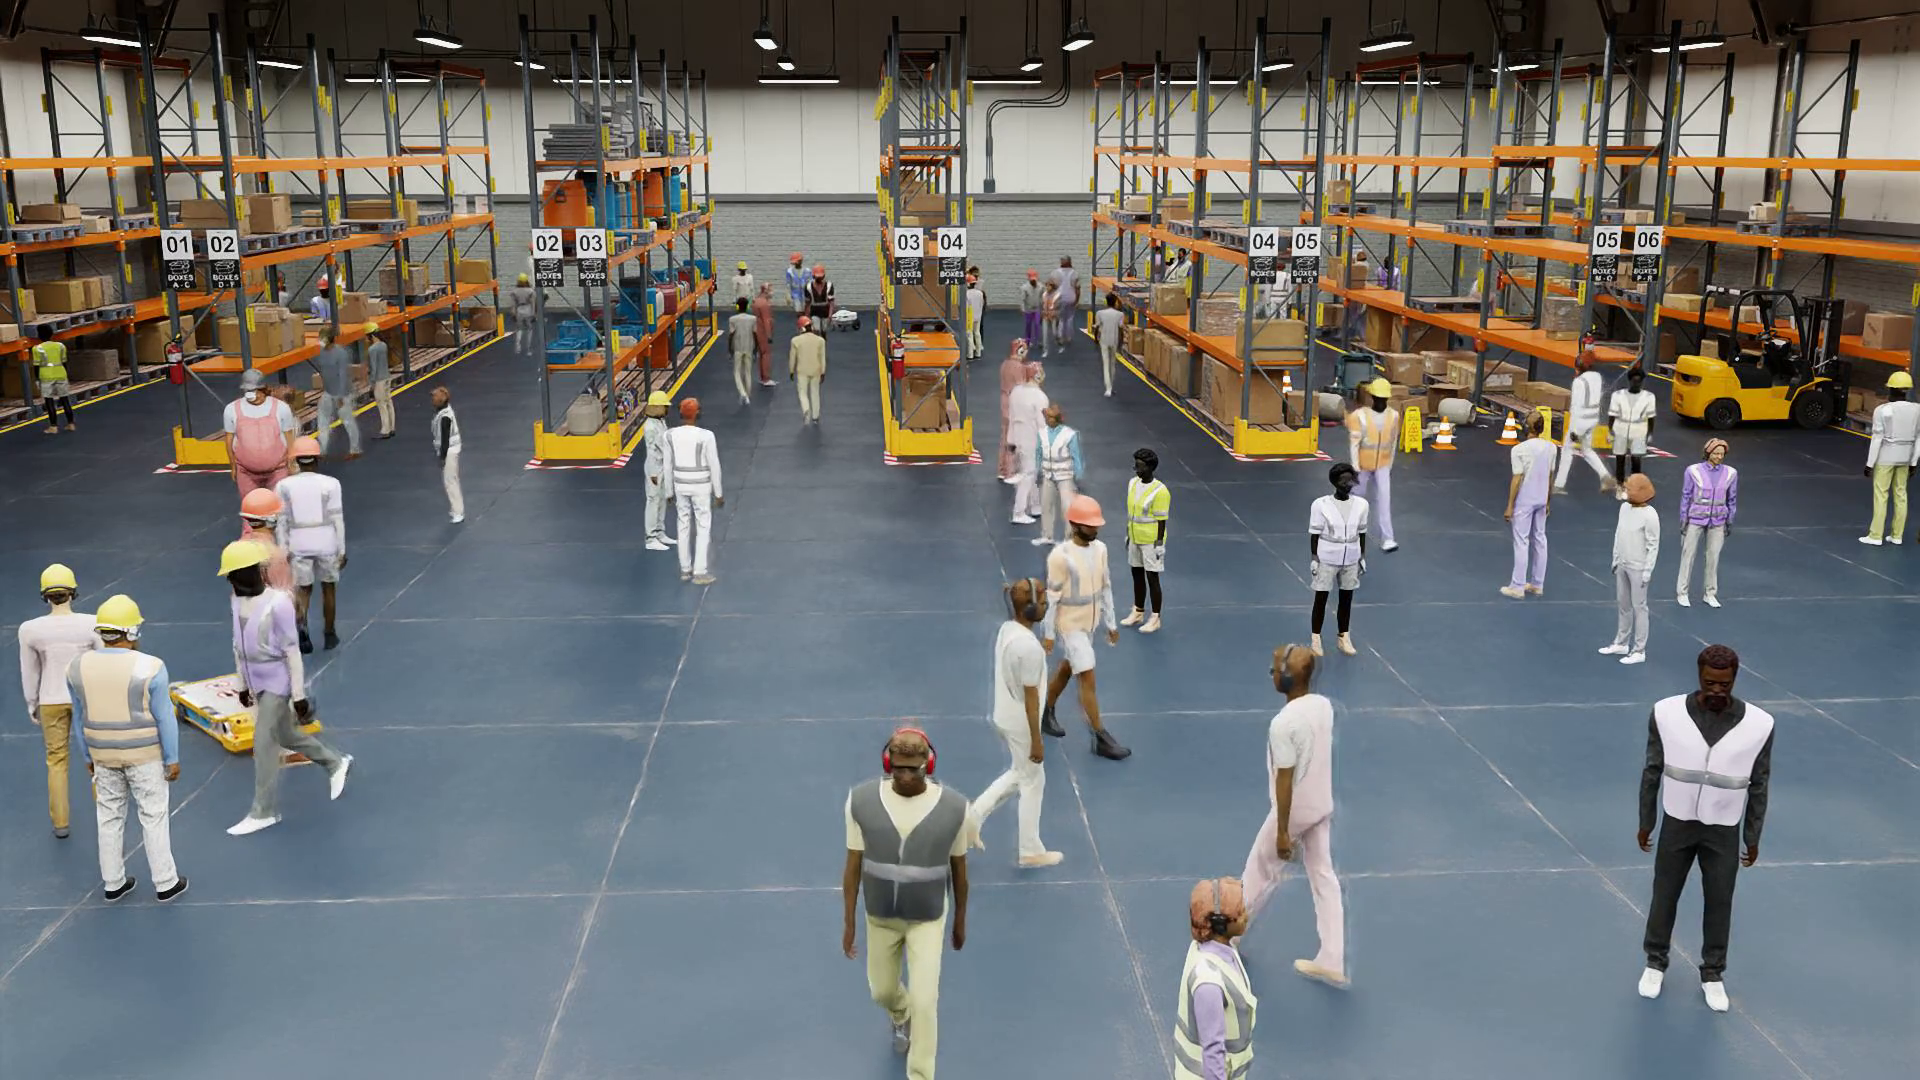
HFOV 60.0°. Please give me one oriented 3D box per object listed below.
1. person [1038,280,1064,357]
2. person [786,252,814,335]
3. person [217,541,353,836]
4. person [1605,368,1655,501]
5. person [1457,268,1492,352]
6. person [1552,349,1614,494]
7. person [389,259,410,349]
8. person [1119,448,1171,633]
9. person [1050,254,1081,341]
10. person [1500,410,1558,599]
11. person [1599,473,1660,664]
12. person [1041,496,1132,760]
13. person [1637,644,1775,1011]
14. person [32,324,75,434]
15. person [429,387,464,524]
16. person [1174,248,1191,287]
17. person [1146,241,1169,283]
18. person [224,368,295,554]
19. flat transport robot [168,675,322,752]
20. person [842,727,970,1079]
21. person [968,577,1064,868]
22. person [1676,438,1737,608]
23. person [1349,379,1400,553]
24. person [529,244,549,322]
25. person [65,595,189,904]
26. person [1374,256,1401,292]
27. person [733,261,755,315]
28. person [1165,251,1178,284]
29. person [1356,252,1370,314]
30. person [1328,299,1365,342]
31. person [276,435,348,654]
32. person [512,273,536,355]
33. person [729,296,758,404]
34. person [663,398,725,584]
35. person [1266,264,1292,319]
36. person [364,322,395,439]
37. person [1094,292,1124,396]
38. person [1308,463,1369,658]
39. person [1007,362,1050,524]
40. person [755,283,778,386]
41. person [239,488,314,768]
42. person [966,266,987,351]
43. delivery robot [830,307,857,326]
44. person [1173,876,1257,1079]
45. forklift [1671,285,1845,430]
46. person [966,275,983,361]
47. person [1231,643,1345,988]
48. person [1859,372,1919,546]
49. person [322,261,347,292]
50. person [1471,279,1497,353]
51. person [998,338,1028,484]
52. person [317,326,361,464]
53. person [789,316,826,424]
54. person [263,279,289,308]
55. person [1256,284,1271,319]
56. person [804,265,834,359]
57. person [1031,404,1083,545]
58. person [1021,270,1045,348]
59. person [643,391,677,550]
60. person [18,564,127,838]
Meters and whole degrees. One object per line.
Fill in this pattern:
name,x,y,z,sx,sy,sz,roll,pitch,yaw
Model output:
person,1.921,-4.645,34.871,0.535,1.614,0.561,9,16,35
person,-3.592,-5.520,37.761,0.694,1.999,0.704,-1,13,-6
person,-4.429,0.896,10.831,0.594,1.884,0.906,10,16,35
person,8.254,-1.295,20.514,0.544,1.680,0.495,6,15,25
person,11.147,-4.966,35.826,0.590,1.808,0.654,-11,17,-39
person,7.847,-1.466,20.864,0.591,1.866,0.790,-10,16,-35
person,-11.980,-4.975,35.442,0.609,1.995,0.376,-1,13,-4
person,1.682,-0.001,15.034,0.318,1.690,0.538,-8,15,-31
person,2.358,-5.435,37.293,0.682,2.000,0.964,0,13,1
person,5.518,-0.344,16.143,0.506,1.846,0.350,-5,14,-19
person,5.714,0.236,14.139,0.279,1.631,0.504,-3,14,-11
person,0.872,0.596,12.081,0.986,1.889,0.561,13,18,43
person,3.770,1.435,8.474,0.592,1.910,0.379,5,14,22
person,-13.917,-2.466,25.486,0.322,1.689,0.546,7,15,29
person,-6.022,-1.018,19.513,0.328,1.609,0.627,-4,14,-18
person,5.444,-6.190,40.749,0.391,1.920,0.587,-11,17,-39
person,4.964,-6.493,41.788,0.605,2.034,0.391,5,14,22
person,-7.462,-0.828,17.774,0.681,2.000,0.536,-5,14,-20
flat transport robot,-5.492,1.273,12.664,0.652,0.197,1.431,-13,19,-43
person,-0.235,1.690,7.580,0.565,1.813,0.799,1,13,6
person,0.313,1.119,9.992,0.590,1.830,0.520,-3,14,-14
person,7.106,-0.163,15.840,0.514,1.634,0.313,1,13,4
person,4.507,-0.817,18.080,0.592,1.872,1.003,-2,13,-7
person,-10.553,-6.453,41.682,0.411,2.006,0.659,0,13,0
person,-4.790,1.214,9.605,0.587,1.823,0.404,0,13,2
person,10.028,-5.751,39.082,0.626,1.837,0.429,2,13,9
person,-5.052,-5.628,38.716,0.541,1.743,0.480,-9,16,-33
person,4.980,-5.901,39.511,0.379,1.924,0.594,1,13,4
person,10.566,-6.780,43.860,0.499,1.635,0.287,-8,16,-31
person,8.698,-5.232,37.117,0.900,1.718,0.537,7,15,27
person,-5.567,0.063,14.285,0.543,1.912,0.665,-2,13,-9
person,-9.195,-4.762,35.126,0.482,1.731,0.378,0,13,-2
person,-3.675,-3.213,28.283,0.523,1.855,0.625,-4,14,-16
person,-2.697,-0.492,16.733,0.620,1.886,0.505,5,14,19
person,7.144,-5.347,37.257,0.577,1.882,0.349,6,14,22
person,-8.755,-2.397,25.031,0.337,1.759,0.525,1,13,6
person,2.649,-3.471,29.503,0.504,1.814,1.024,-1,13,-3
person,3.242,0.170,14.279,0.537,1.700,0.317,-2,14,-10
person,0.911,-1.136,19.415,0.819,1.885,0.670,-8,15,-29
person,-3.576,-3.785,30.638,0.433,1.898,0.707,-2,13,-6
person,-4.854,0.618,11.742,0.614,1.997,0.374,11,17,40
person,0.351,-4.970,35.781,0.509,1.819,0.914,-1,13,-6
delivery robot,-2.796,-5.330,39.829,0.477,0.478,0.707,9,16,35
person,0.967,2.065,6.371,0.307,1.645,0.513,2,13,8
forklift,12.503,-2.886,26.166,2.313,2.155,1.214,-1,13,-3
person,0.230,-4.572,34.247,0.332,1.753,0.561,13,18,43
person,1.693,1.411,8.806,0.522,1.796,0.960,-12,18,-42
person,10.222,-0.886,18.274,0.611,1.922,0.385,-1,13,-5
person,-14.195,-5.463,37.878,0.577,1.821,0.709,-7,15,-28
person,10.762,-4.577,34.254,0.540,1.754,0.462,3,14,11
person,0.730,-1.693,21.760,0.405,1.898,0.652,-3,14,-14
person,-8.700,-1.977,22.924,0.651,1.897,0.920,8,15,31
person,-2.384,-2.673,26.259,0.585,1.722,0.578,-5,14,-19
person,-13.546,-4.318,33.046,0.544,1.830,0.945,1,13,4
person,7.636,-6.351,41.507,0.667,1.890,0.655,9,16,34
person,-2.868,-4.594,33.838,0.593,1.997,0.984,-3,14,-11
person,1.042,-0.670,18.010,0.761,1.620,0.363,11,17,40
person,1.618,-5.028,36.284,0.581,1.696,0.895,-3,14,-12
person,-3.281,-0.766,18.171,0.323,1.737,0.488,2,13,8
person,-5.648,1.020,10.578,0.536,1.755,0.384,-3,14,-13
